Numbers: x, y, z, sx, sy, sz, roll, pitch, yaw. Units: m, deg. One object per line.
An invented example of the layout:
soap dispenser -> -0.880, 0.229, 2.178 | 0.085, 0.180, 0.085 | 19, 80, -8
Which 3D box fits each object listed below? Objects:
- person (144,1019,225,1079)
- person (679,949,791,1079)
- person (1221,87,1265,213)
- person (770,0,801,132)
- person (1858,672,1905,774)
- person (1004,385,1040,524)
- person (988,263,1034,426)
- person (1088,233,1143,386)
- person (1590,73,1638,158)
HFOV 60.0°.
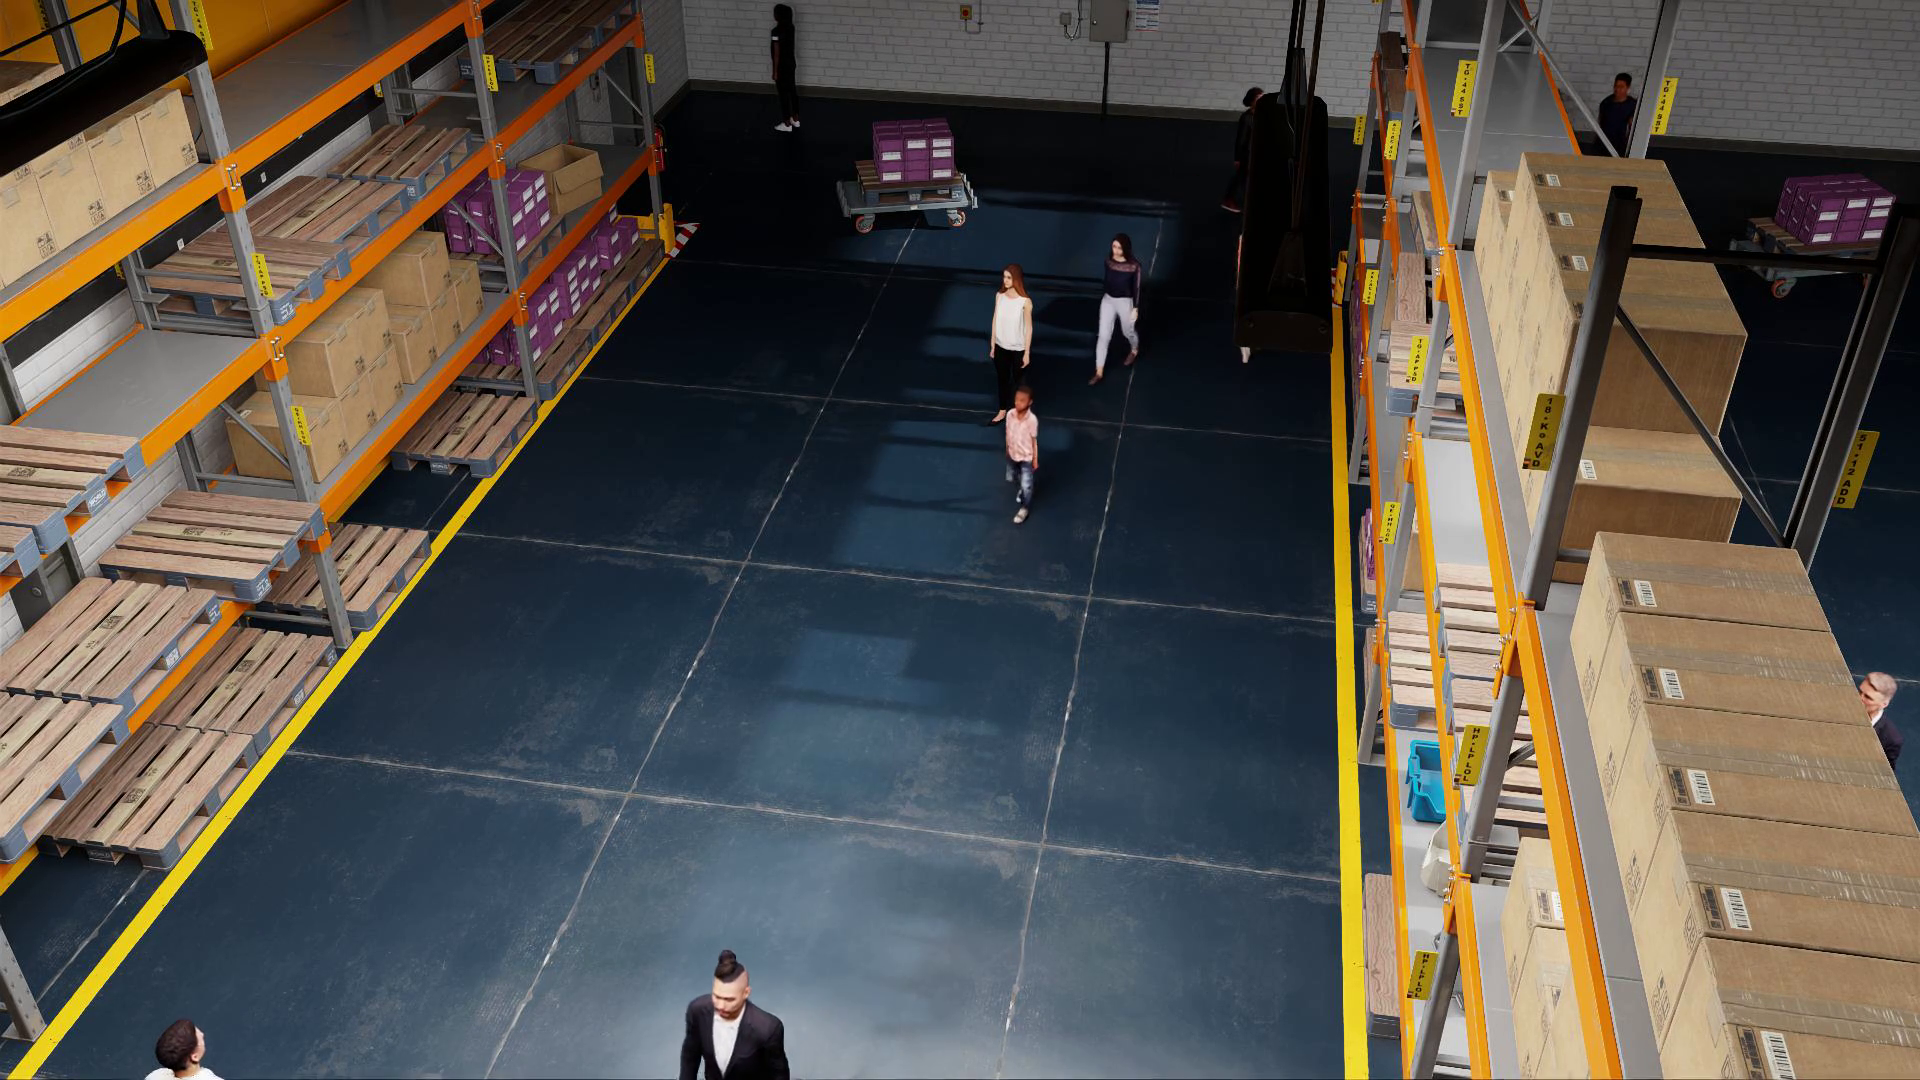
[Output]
person -> -3.762, 3.173, 8.330 | 0.794, 1.811, 1.198 | 10, 35, 15
person -> -1.120, 2.819, 8.783 | 0.968, 1.900, 1.326 | 16, 37, 22
person -> 3.470, -4.749, 20.411 | 1.002, 1.632, 1.098 | 23, 40, 31
person -> -2.435, -6.548, 23.030 | 0.746, 1.729, 0.608 | 19, 38, 26
person -> 5.681, 1.586, 10.714 | 0.843, 1.815, 0.741 | -15, 36, -21
person -> 0.590, -0.801, 14.773 | 0.639, 1.298, 0.756 | 19, 38, 26
person -> 0.498, -1.855, 15.976 | 0.653, 1.722, 0.637 | 21, 39, 29
person -> 1.654, -2.378, 16.903 | 0.896, 1.566, 1.161 | 22, 39, 29
person -> 8.072, -4.912, 20.539 | 0.963, 1.761, 1.166 | 24, 41, 32
